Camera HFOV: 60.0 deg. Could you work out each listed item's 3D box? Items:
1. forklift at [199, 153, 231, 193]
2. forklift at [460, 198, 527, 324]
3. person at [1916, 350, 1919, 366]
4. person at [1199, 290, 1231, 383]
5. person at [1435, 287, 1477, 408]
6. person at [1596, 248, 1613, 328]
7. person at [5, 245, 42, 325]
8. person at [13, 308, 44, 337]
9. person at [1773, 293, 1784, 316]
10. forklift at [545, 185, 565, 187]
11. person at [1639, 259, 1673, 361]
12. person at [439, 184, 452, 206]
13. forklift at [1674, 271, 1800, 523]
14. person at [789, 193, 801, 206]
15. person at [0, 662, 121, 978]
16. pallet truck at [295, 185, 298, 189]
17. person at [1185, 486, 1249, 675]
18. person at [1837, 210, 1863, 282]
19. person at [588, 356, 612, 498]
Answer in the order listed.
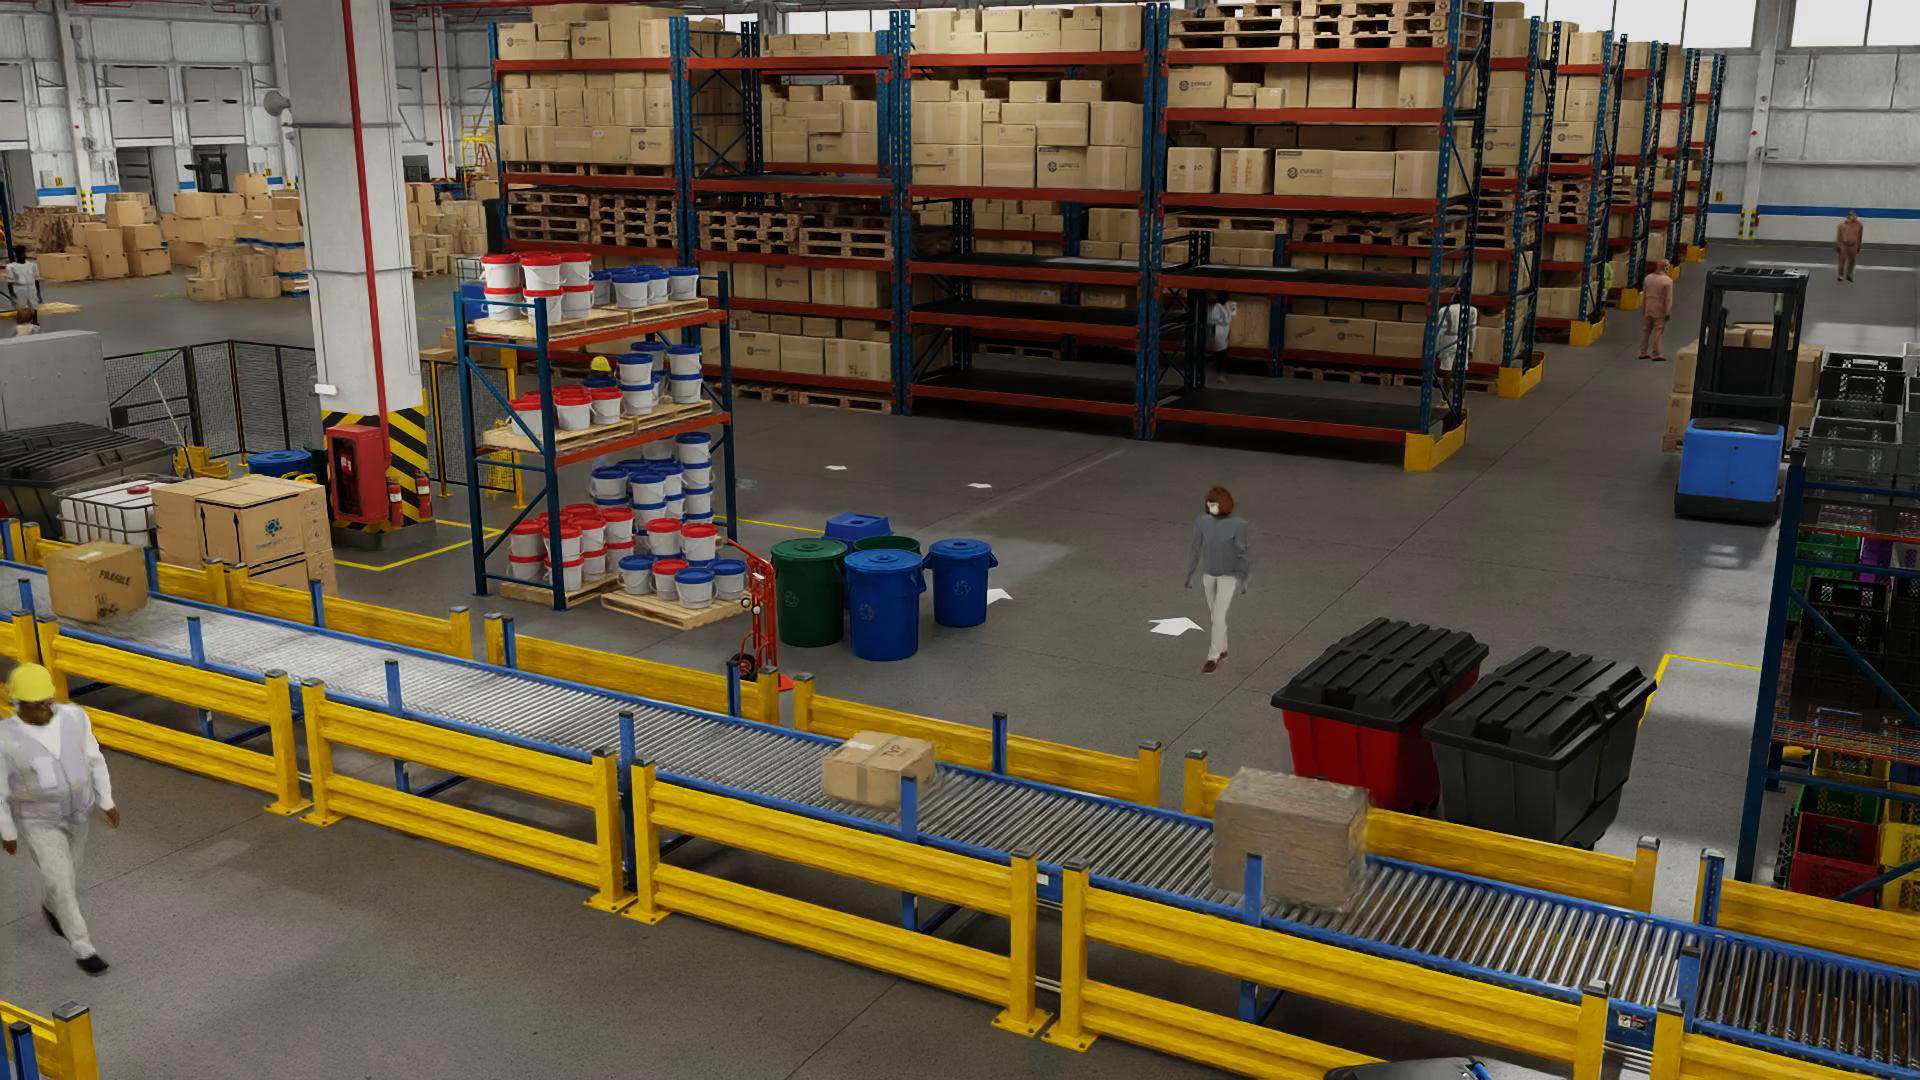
[{"bbox_3d":[-27.440,-12.865,61.464,1.873,2.768,1.129,8,17,28],"label":"forklift"},{"bbox_3d":[-9.306,-5.622,34.234,1.873,2.768,1.129,8,17,28],"label":"forklift"},{"bbox_3d":[17.337,-3.822,29.531,0.638,1.794,0.915,-12,19,-38],"label":"person"},{"bbox_3d":[4.438,-3.582,28.859,0.602,1.676,0.532,9,17,30],"label":"person"},{"bbox_3d":[7.741,-3.011,26.022,0.613,2.043,0.374,-1,15,-2],"label":"person"},{"bbox_3d":[13.817,-5.408,35.693,0.320,1.698,0.531,8,17,27],"label":"person"},{"bbox_3d":[-18.852,-4.969,33.531,0.361,1.963,0.613,12,19,38],"label":"person"},{"bbox_3d":[-14.581,-2.851,26.235,0.542,1.617,0.602,2,15,6],"label":"person"},{"bbox_3d":[15.502,-4.213,31.345,0.284,1.624,0.494,0,15,1],"label":"person"},{"bbox_3d":[-15.579,-13.559,64.071,1.873,2.768,1.129,6,16,22],"label":"forklift"},{"bbox_3d":[13.074,-4.301,31.156,0.399,1.900,0.645,-7,17,-26],"label":"person"},{"bbox_3d":[-19.399,-12.600,62.809,0.532,1.657,0.868,8,17,26],"label":"person"},{"bbox_3d":[9.269,-1.763,19.726,1.129,2.768,1.873,8,17,27],"label":"forklift"},{"bbox_3d":[-5.325,-10.315,53.681,0.360,1.935,0.552,-14,20,-42],"label":"person"},{"bbox_3d":[-5.168,1.523,9.454,0.903,1.799,0.583,9,17,31],"label":"person"},{"bbox_3d":[-26.804,-14.617,69.738,1.885,1.965,0.823,-14,20,-42],"label":"pallet truck"},{"bbox_3d":[2.160,0.340,14.245,0.524,1.609,0.704,12,19,38],"label":"person"},{"bbox_3d":[23.859,-7.882,44.639,0.652,1.891,0.585,4,15,13],"label":"person"},{"bbox_3d":[-4.398,-1.387,20.453,0.320,1.767,0.531,1,15,3],"label":"person"}]
